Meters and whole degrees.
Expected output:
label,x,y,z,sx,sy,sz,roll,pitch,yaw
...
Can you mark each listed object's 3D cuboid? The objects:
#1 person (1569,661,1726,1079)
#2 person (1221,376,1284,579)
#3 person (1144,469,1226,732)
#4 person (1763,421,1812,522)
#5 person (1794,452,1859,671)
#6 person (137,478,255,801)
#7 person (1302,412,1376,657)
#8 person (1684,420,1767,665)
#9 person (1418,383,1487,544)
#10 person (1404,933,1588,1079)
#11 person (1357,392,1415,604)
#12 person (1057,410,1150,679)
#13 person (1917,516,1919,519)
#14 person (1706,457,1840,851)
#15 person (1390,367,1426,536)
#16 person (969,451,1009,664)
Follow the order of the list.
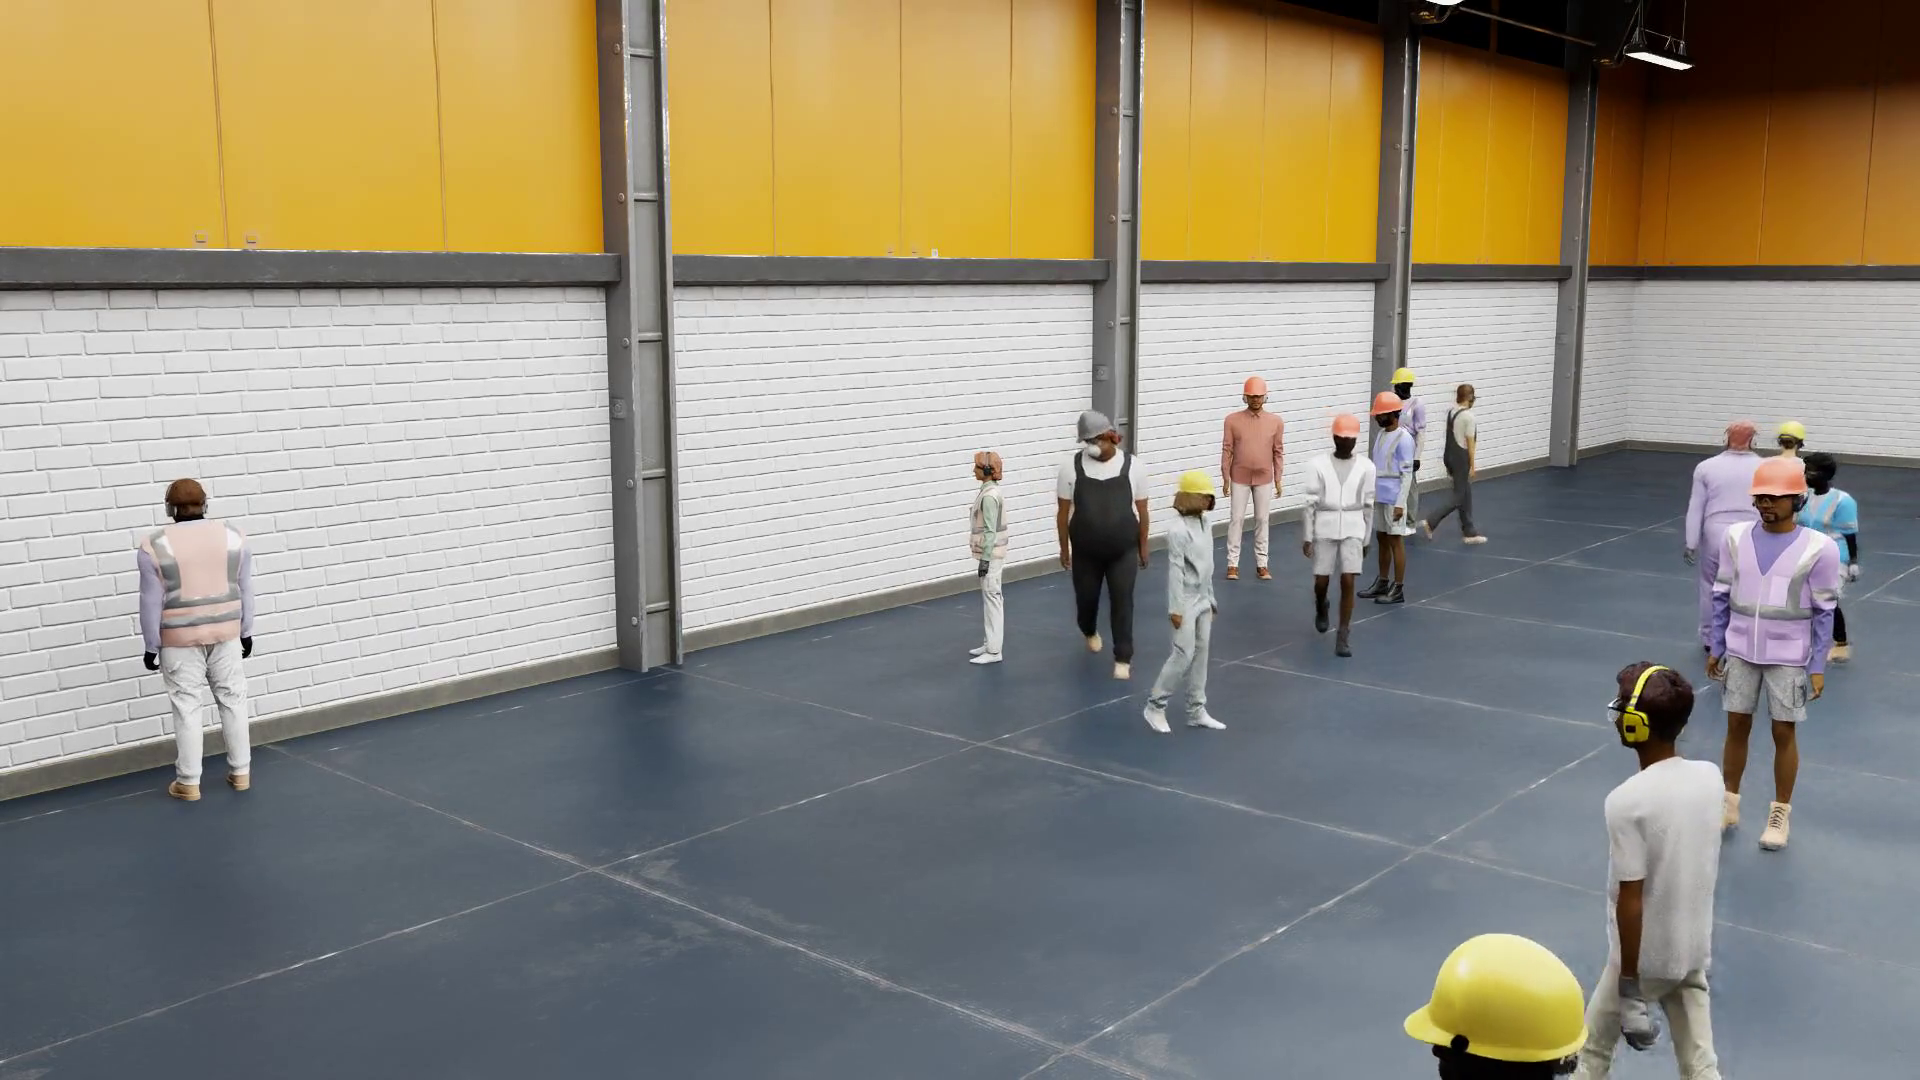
label,x,y,z,sx,sy,sz,roll,pitch,yaw
person,2.144,1.285,5.015,0.509,1.822,0.964,-4,10,-25
person,2.861,-0.603,16.289,0.608,1.995,0.377,0,9,1
person,1.502,0.399,10.849,0.391,1.755,0.507,6,11,33
person,7.142,-0.182,14.480,0.897,1.723,0.539,-8,12,-40
person,6.519,0.159,12.621,0.812,1.644,0.535,-2,9,-13
person,-4.342,0.561,9.483,0.621,1.838,0.429,-8,12,-41
person,2.995,-0.069,13.175,0.564,1.922,0.685,1,9,8
person,5.944,0.017,12.797,0.674,1.864,0.968,4,10,22
person,5.455,-0.829,18.354,0.803,1.802,0.548,-2,9,-12
person,0.987,1.591,2.907,1.012,1.878,0.612,4,10,22
person,3.875,-0.381,15.104,0.374,1.929,0.542,-2,9,-14
person,1.072,-0.024,12.511,0.697,2.000,0.788,1,9,5
person,11.919,-1.046,20.199,0.507,1.631,0.265,-1,9,-7
person,4.197,0.587,8.659,0.385,2.045,0.605,-8,12,-42
person,5.073,-1.010,19.053,0.381,1.928,0.587,-4,10,-22
person,0.220,0.130,12.797,0.307,1.641,0.514,0,9,2
